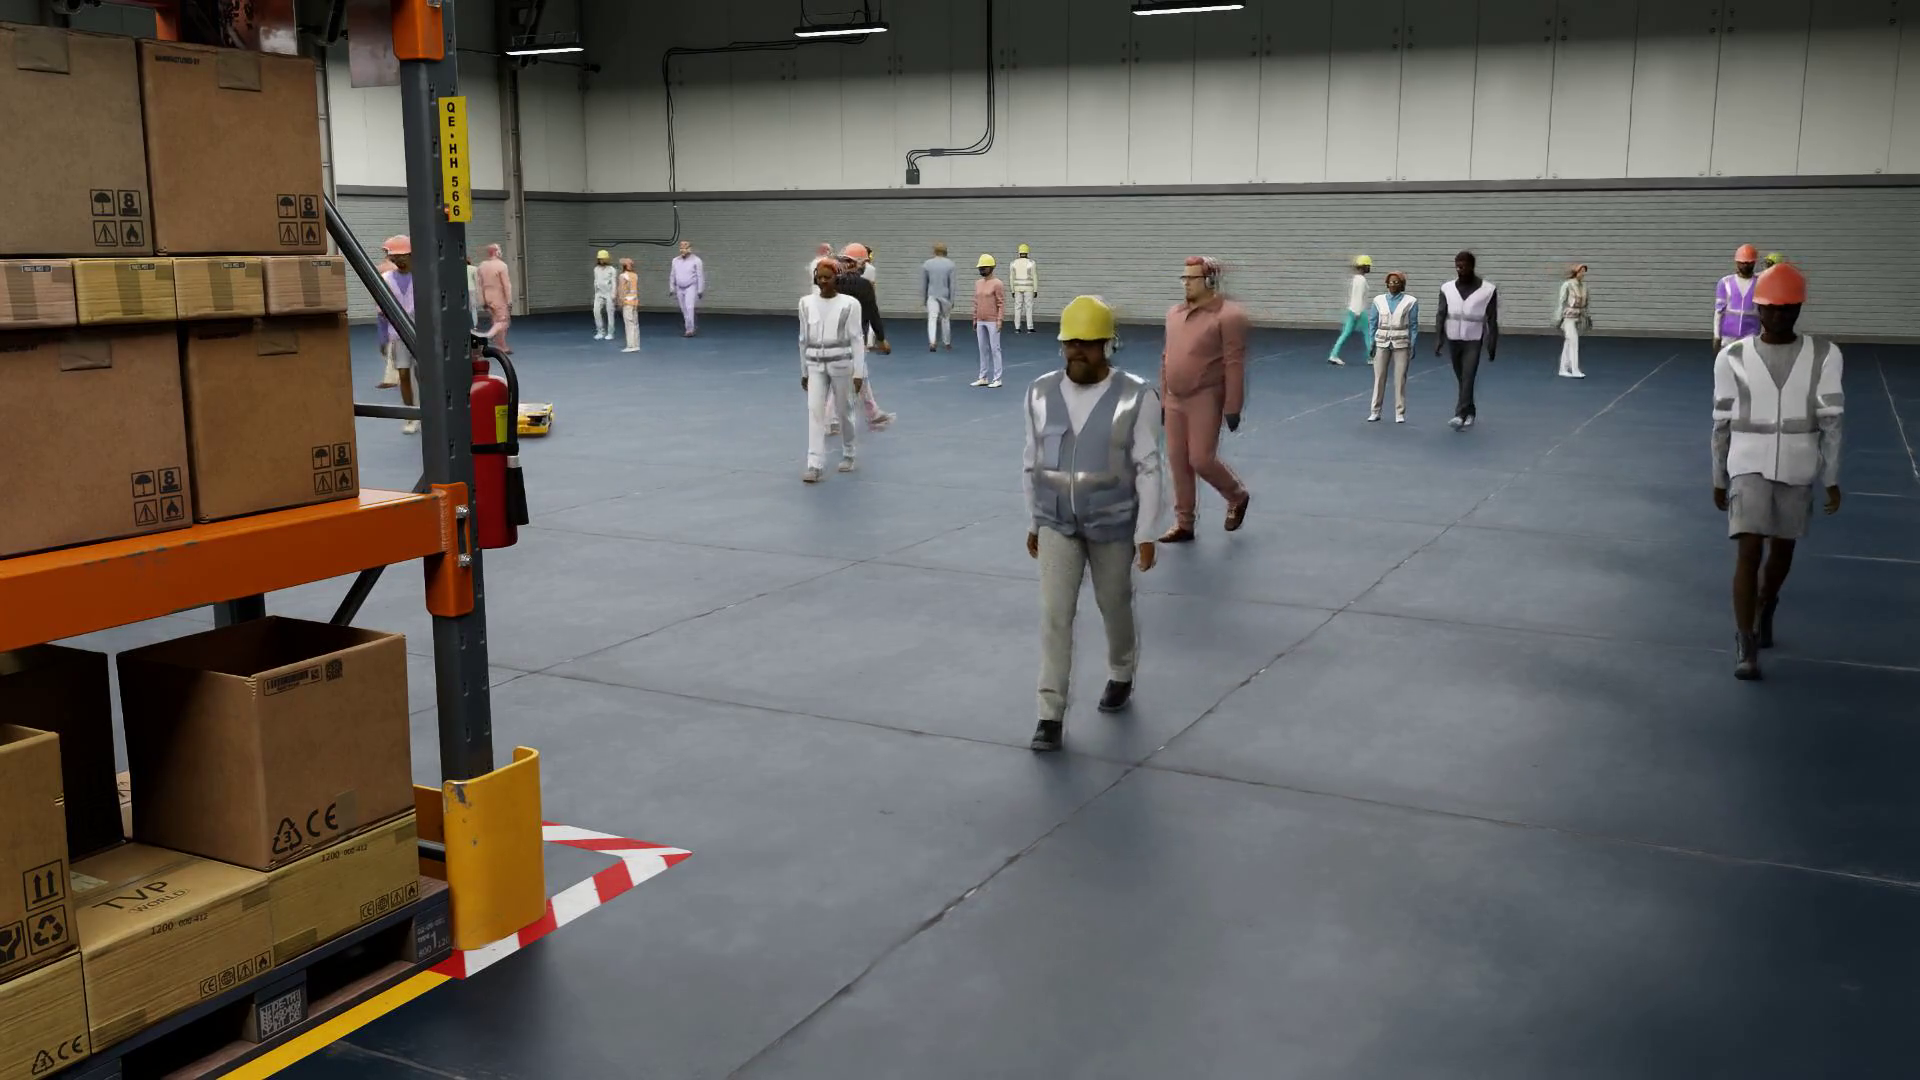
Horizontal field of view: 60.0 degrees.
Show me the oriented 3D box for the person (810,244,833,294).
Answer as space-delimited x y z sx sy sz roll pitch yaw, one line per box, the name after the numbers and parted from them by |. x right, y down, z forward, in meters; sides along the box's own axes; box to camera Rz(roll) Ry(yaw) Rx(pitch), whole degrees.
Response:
-2.330 -4.296 29.461 0.655 1.858 0.932 9 14 41 | person

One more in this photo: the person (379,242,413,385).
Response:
-7.636 -3.074 22.482 0.657 1.977 0.589 8 13 39 | person

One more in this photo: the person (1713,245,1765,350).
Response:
8.571 -2.272 18.277 0.548 1.910 0.736 5 11 24 | person

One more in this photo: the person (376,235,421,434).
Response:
-5.603 -2.075 16.892 0.643 2.022 0.428 0 10 -2 | person

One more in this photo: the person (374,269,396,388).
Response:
-7.319 -2.774 21.911 0.831 1.593 0.504 -1 10 -6 | person

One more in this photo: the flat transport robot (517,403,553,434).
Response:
-4.611 -1.277 17.335 0.652 0.197 1.431 -2 11 -11 | flat transport robot

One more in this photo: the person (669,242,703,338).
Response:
-5.474 -4.955 32.995 0.641 1.882 0.742 4 11 21 | person

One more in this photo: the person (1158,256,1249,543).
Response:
1.598 -0.924 10.998 0.564 1.890 0.649 -8 13 -37 | person

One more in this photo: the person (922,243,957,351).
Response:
-0.372 -4.259 29.185 0.648 1.895 1.010 2 11 12 | person

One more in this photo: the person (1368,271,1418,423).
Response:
4.694 -2.093 18.048 0.513 1.642 0.313 5 11 24 | person

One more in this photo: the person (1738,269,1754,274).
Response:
13.052 -3.855 27.753 0.507 1.605 0.740 10 14 43 | person

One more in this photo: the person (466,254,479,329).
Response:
-10.650 -5.367 35.920 0.498 1.633 0.279 -4 11 -19 | person

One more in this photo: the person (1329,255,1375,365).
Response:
6.208 -3.582 25.947 0.898 1.722 0.536 0 10 1 | person

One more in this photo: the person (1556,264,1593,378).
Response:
8.770 -3.090 23.532 0.546 1.609 0.700 -6 12 -29 | person

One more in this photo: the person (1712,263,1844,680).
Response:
3.832 -0.351 7.859 0.553 1.905 0.952 4 11 19 | person

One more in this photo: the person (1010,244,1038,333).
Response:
1.333 -5.190 34.400 0.589 1.837 0.404 4 11 19 | person

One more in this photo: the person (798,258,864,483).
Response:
-1.069 -1.433 13.937 0.596 1.837 1.000 3 11 13 | person

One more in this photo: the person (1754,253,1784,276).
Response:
12.441 -3.535 25.675 0.550 1.735 0.377 8 13 37 | person

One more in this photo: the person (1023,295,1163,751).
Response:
0.541 -0.102 6.797 0.607 1.792 0.915 4 11 20 | person

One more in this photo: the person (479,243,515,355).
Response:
-7.808 -4.031 27.936 0.655 1.889 0.710 8 13 37 | person

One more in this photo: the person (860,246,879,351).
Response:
-1.698 -4.190 28.939 0.546 1.844 0.652 7 13 34 | person

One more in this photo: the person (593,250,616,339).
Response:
-6.935 -4.752 32.286 0.506 1.723 0.592 4 11 19 | person

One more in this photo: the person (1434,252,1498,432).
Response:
5.286 -2.071 17.383 0.587 1.850 1.081 7 12 32 | person

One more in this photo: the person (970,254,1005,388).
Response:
0.361 -2.916 22.195 0.324 1.767 0.533 -10 14 -43 | person

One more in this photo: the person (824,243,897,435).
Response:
-1.058 -2.058 17.064 1.045 1.938 0.631 -7 13 -35 | person

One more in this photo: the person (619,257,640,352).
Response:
-5.752 -4.081 28.894 0.309 1.639 0.522 3 11 18 | person
